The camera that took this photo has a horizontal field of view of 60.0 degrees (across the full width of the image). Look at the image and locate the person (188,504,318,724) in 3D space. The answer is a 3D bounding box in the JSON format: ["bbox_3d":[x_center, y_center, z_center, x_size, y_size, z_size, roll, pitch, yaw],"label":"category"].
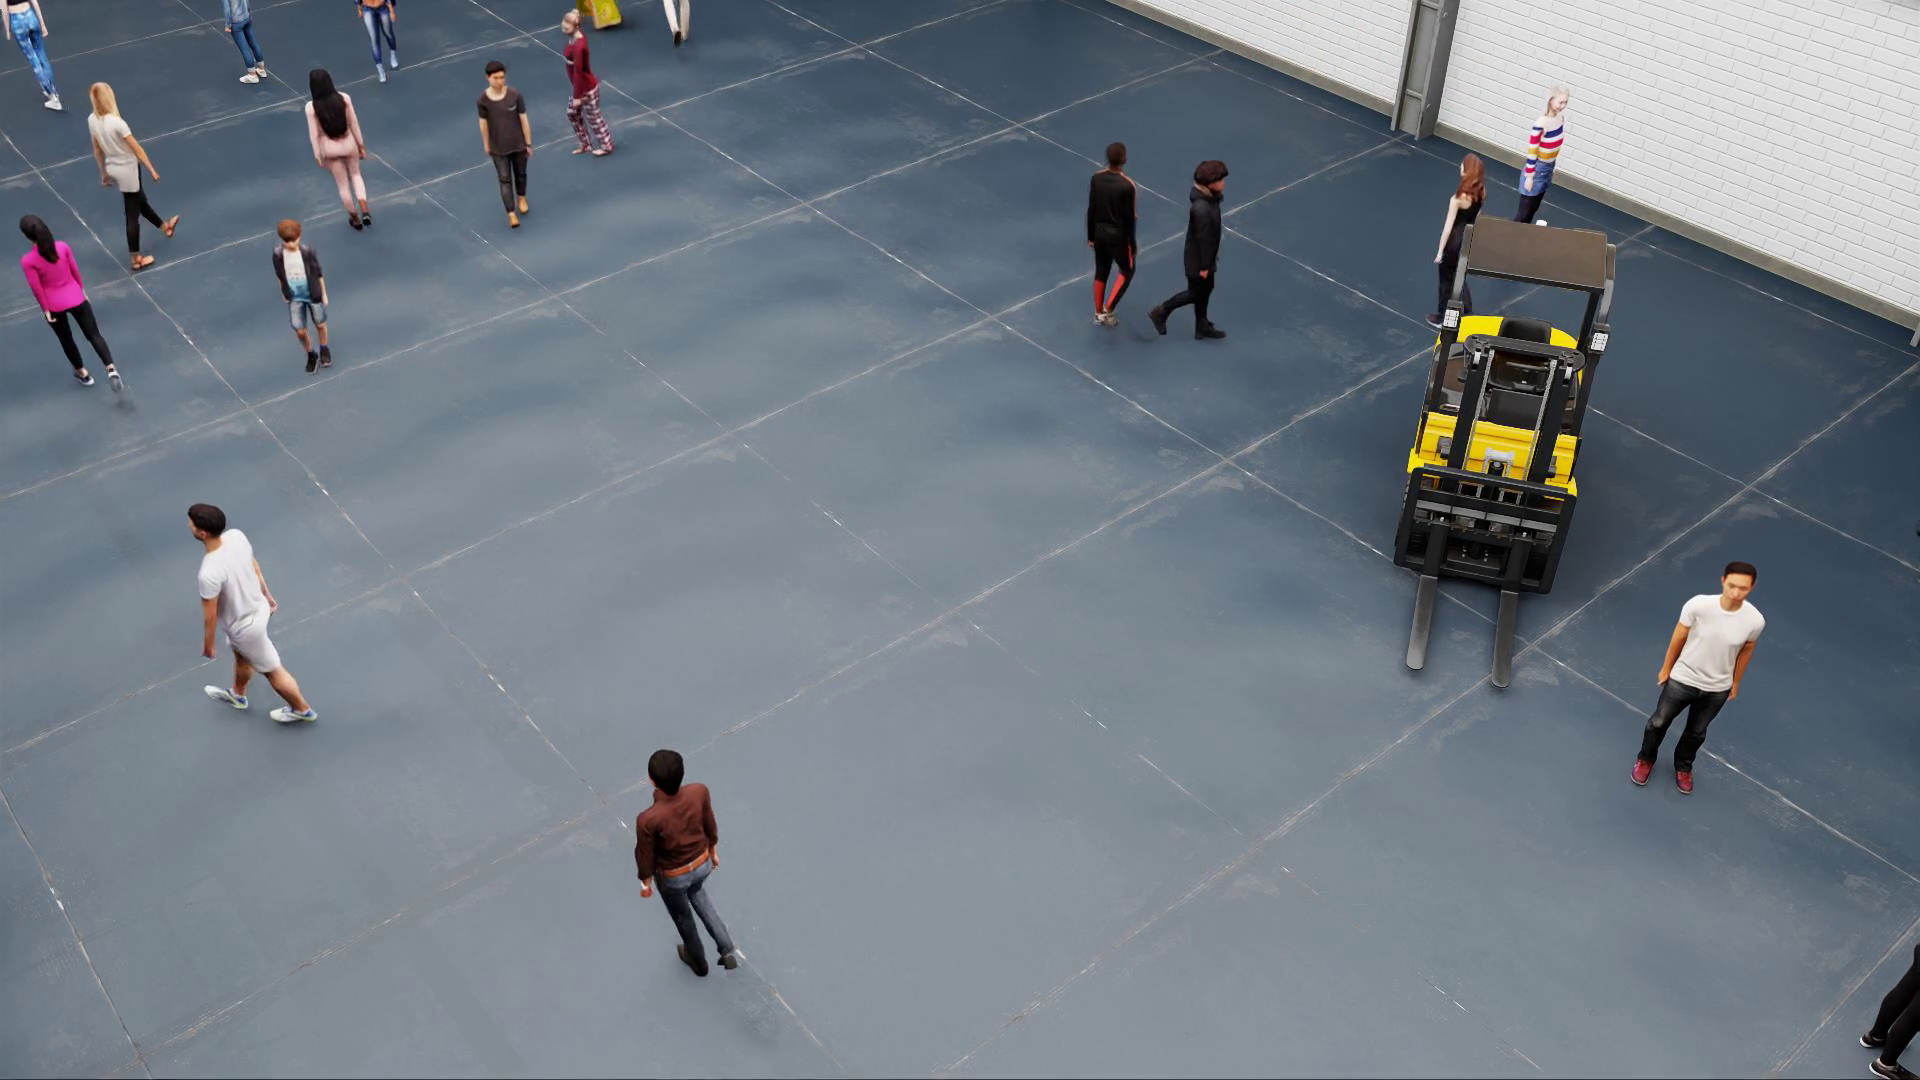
[{"bbox_3d":[-4.601,0.530,10.919,1.152,1.827,1.102,2,39,3],"label":"person"}]

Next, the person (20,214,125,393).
[{"bbox_3d":[-7.580,-1.974,14.184,0.601,1.677,1.006,-31,48,-33],"label":"person"}]

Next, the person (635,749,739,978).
[{"bbox_3d":[-1.497,1.887,9.268,0.664,1.768,0.725,-31,48,-33],"label":"person"}]

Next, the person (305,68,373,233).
[{"bbox_3d":[-6.099,-3.810,16.445,0.641,1.714,0.730,-25,45,-28],"label":"person"}]

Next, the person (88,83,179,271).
[{"bbox_3d":[-8.048,-3.433,15.909,1.111,1.793,1.042,11,40,14],"label":"person"}]

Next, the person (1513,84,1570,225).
[{"bbox_3d":[5.555,-3.530,16.017,0.669,1.809,0.537,-32,48,-33],"label":"person"}]

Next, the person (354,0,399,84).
[{"bbox_3d":[-6.860,-6.248,19.609,0.970,1.576,1.142,-7,39,-9],"label":"person"}]

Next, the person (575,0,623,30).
[{"bbox_3d":[-4.530,-7.170,20.737,1.093,1.617,1.044,16,41,19],"label":"person"}]

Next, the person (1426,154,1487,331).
[{"bbox_3d":[4.554,-2.616,14.931,0.624,1.736,0.750,-22,43,-25],"label":"person"}]

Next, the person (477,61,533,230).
[{"bbox_3d":[-4.550,-4.030,16.752,0.879,1.673,1.130,-11,40,-14],"label":"person"}]

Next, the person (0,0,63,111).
[{"bbox_3d":[-10.555,-5.755,18.834,0.854,1.783,0.684,24,44,27],"label":"person"}]

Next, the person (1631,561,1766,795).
[{"bbox_3d":[4.697,0.853,10.541,0.667,1.805,0.775,10,40,13],"label":"person"}]

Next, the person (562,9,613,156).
[{"bbox_3d":[-3.999,-4.890,17.826,0.799,1.676,0.704,-9,40,-11],"label":"person"}]

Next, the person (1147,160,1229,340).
[{"bbox_3d":[2.064,-2.544,14.822,1.063,1.760,0.941,9,39,11],"label":"person"}]

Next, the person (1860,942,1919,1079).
[{"bbox_3d":[5.215,2.276,8.884,0.675,1.638,0.642,9,39,11],"label":"person"}]

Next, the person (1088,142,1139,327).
[{"bbox_3d":[1.356,-2.703,14.987,0.700,1.802,0.816,21,43,24],"label":"person"}]

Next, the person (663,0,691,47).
[{"bbox_3d":[-3.459,-6.891,20.208,0.908,1.831,1.065,-8,39,-10],"label":"person"}]

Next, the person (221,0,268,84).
[{"bbox_3d":[-8.456,-6.116,19.521,0.652,1.478,0.643,13,40,16],"label":"person"}]

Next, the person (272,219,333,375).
[{"bbox_3d":[-5.765,-2.200,14.649,0.659,1.438,0.713,-9,39,-11],"label":"person"}]
